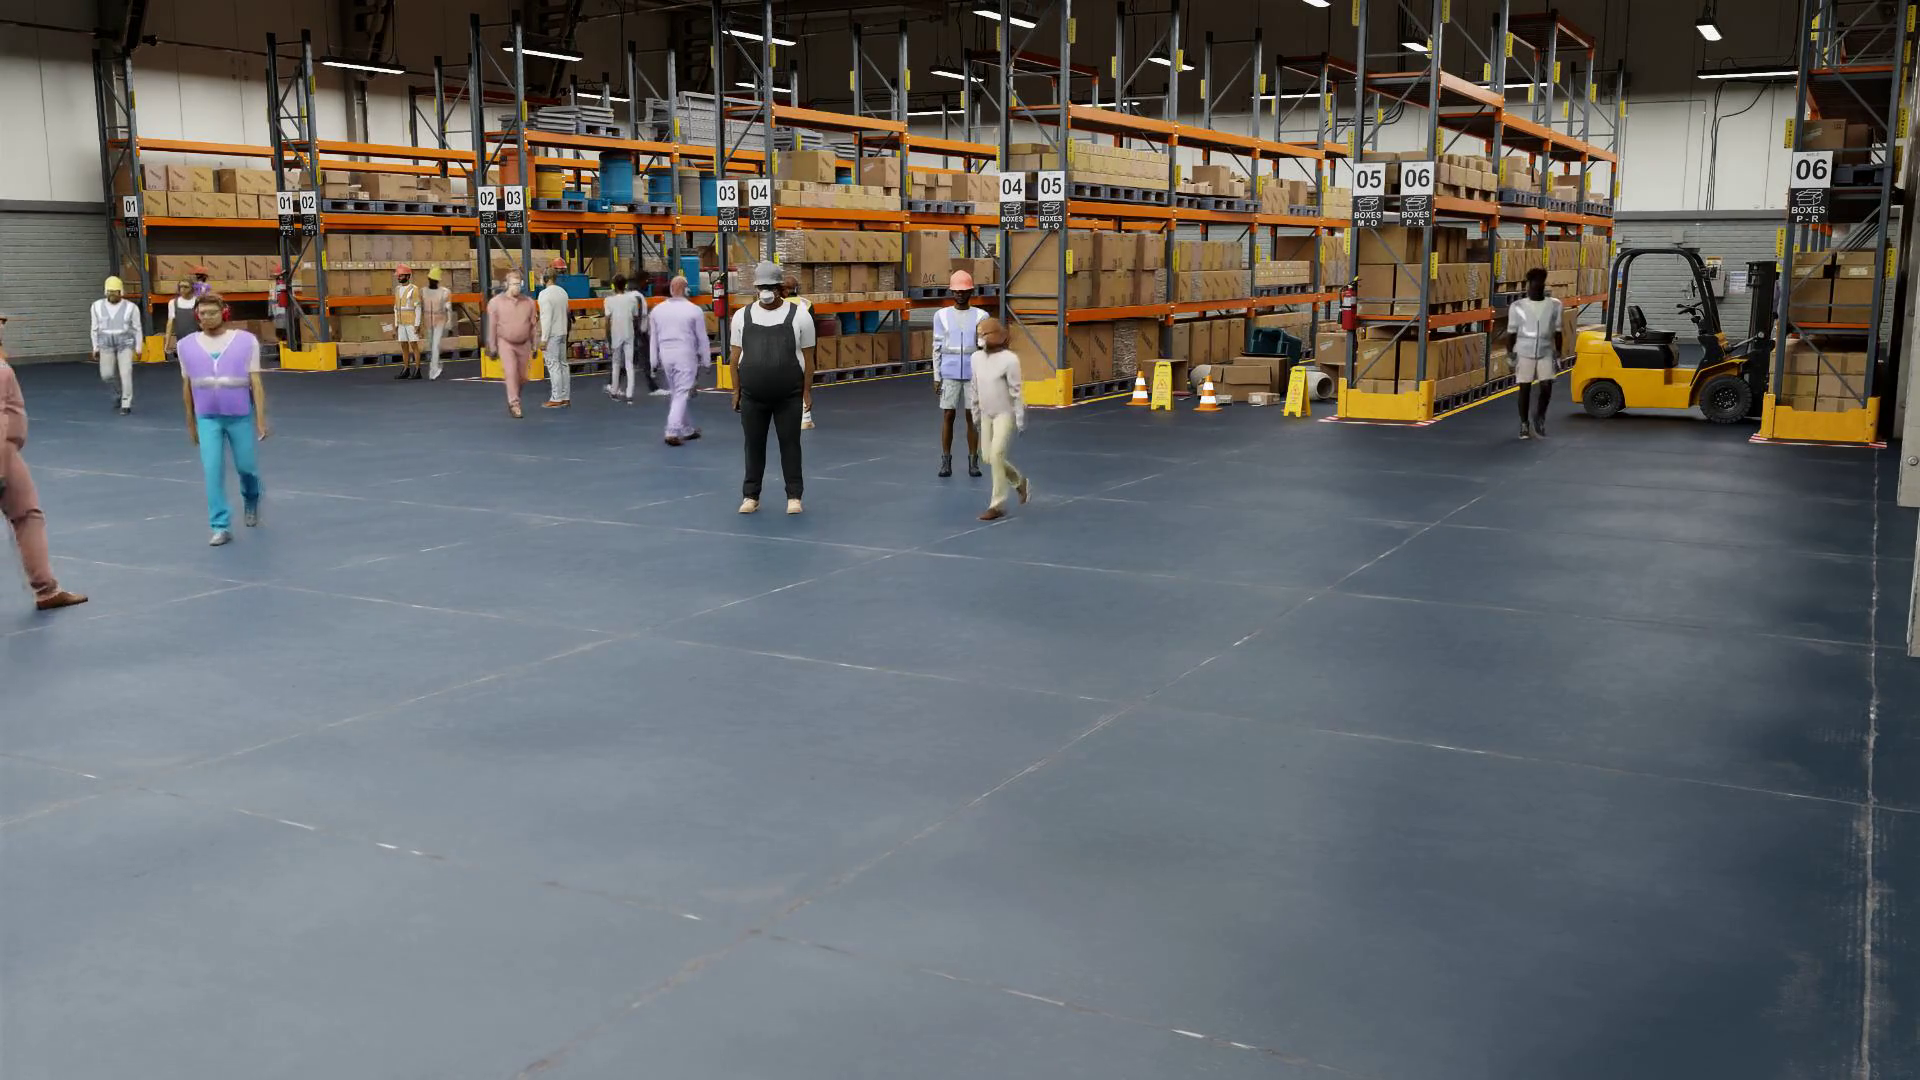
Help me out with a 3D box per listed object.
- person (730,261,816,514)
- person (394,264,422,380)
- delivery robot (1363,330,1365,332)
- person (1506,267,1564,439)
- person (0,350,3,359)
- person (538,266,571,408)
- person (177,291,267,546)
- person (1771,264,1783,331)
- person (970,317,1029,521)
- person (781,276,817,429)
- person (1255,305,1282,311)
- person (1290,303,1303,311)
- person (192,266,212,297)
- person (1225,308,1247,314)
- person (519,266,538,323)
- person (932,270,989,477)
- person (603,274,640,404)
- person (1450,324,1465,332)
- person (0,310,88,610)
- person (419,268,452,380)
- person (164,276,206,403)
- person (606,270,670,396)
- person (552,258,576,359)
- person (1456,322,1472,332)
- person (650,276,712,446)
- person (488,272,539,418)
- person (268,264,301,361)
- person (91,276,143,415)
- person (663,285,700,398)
[{"bbox_3d":[-1.519,-1.218,13.373,0.689,2.000,0.538,0,10,2],"label":"person"},{"bbox_3d":[-9.319,-3.664,27.992,0.551,1.936,0.357,5,11,27],"label":"person"},{"bbox_3d":[8.926,-4.683,37.725,0.707,0.478,0.477,0,10,1],"label":"delivery robot"},{"bbox_3d":[6.476,-2.087,18.727,0.628,1.942,0.591,2,10,13],"label":"person"},{"bbox_3d":[-11.828,-2.159,19.994,0.539,1.663,0.812,3,10,16],"label":"person"},{"bbox_3d":[-5.564,-2.766,22.735,0.368,1.937,0.639,2,10,14],"label":"person"},{"bbox_3d":[-5.371,-0.904,12.168,0.579,1.824,0.718,-3,10,-14],"label":"person"},{"bbox_3d":[16.811,-4.771,34.502,0.585,1.928,0.368,-8,13,-40],"label":"person"},{"bbox_3d":[0.347,-0.978,13.226,0.632,1.602,0.544,-10,14,-44],"label":"person"},{"bbox_3d":[-2.012,-2.239,19.941,0.626,1.842,0.429,1,10,5],"label":"person"},{"bbox_3d":[7.142,-5.387,38.561,0.644,1.783,1.013,8,13,40],"label":"person"},{"bbox_3d":[7.819,-5.498,39.002,0.534,1.846,0.522,-1,10,-5],"label":"person"},{"bbox_3d":[-14.661,-4.355,32.232,0.559,1.867,1.037,2,10,12],"label":"person"},{"bbox_3d":[6.287,-5.261,37.676,0.664,1.815,0.759,8,13,40],"label":"person"},{"bbox_3d":[-8.417,-4.362,32.241,0.575,1.883,0.355,5,11,27],"label":"person"},{"bbox_3d":[0.013,-1.557,15.655,0.546,1.938,0.362,0,10,-2],"label":"person"},{"bbox_3d":[-4.772,-2.839,23.550,0.528,1.812,1.019,-3,10,-19],"label":"person"},{"bbox_3d":[11.545,-5.491,38.743,0.467,1.929,0.642,-3,10,-14],"label":"person"},{"bbox_3d":[-5.617,-0.456,9.476,0.646,1.860,0.997,6,11,32],"label":"person"},{"bbox_3d":[-8.901,-3.668,28.192,0.610,1.889,0.813,0,10,-1],"label":"person"},{"bbox_3d":[-10.564,-2.695,22.742,0.528,1.787,0.978,0,10,-2],"label":"person"},{"bbox_3d":[-4.844,-3.068,24.714,0.884,1.883,0.594,-2,10,-14],"label":"person"},{"bbox_3d":[-7.373,-4.191,30.767,0.378,2.041,0.616,8,13,40],"label":"person"},{"bbox_3d":[11.339,-5.296,37.443,0.632,1.971,0.531,4,10,22],"label":"person"},{"bbox_3d":[-3.090,-1.978,18.382,0.666,1.860,1.012,4,10,21],"label":"person"},{"bbox_3d":[-5.788,-2.528,21.545,0.645,1.877,0.788,-6,12,-33],"label":"person"},{"bbox_3d":[-13.434,-4.517,33.066,0.563,1.911,0.700,5,11,25],"label":"person"},{"bbox_3d":[-11.014,-2.537,21.739,0.614,1.816,0.418,-3,10,-15],"label":"person"},{"bbox_3d":[-3.983,-2.804,23.725,0.583,1.664,0.453,-5,11,-27],"label":"person"}]
